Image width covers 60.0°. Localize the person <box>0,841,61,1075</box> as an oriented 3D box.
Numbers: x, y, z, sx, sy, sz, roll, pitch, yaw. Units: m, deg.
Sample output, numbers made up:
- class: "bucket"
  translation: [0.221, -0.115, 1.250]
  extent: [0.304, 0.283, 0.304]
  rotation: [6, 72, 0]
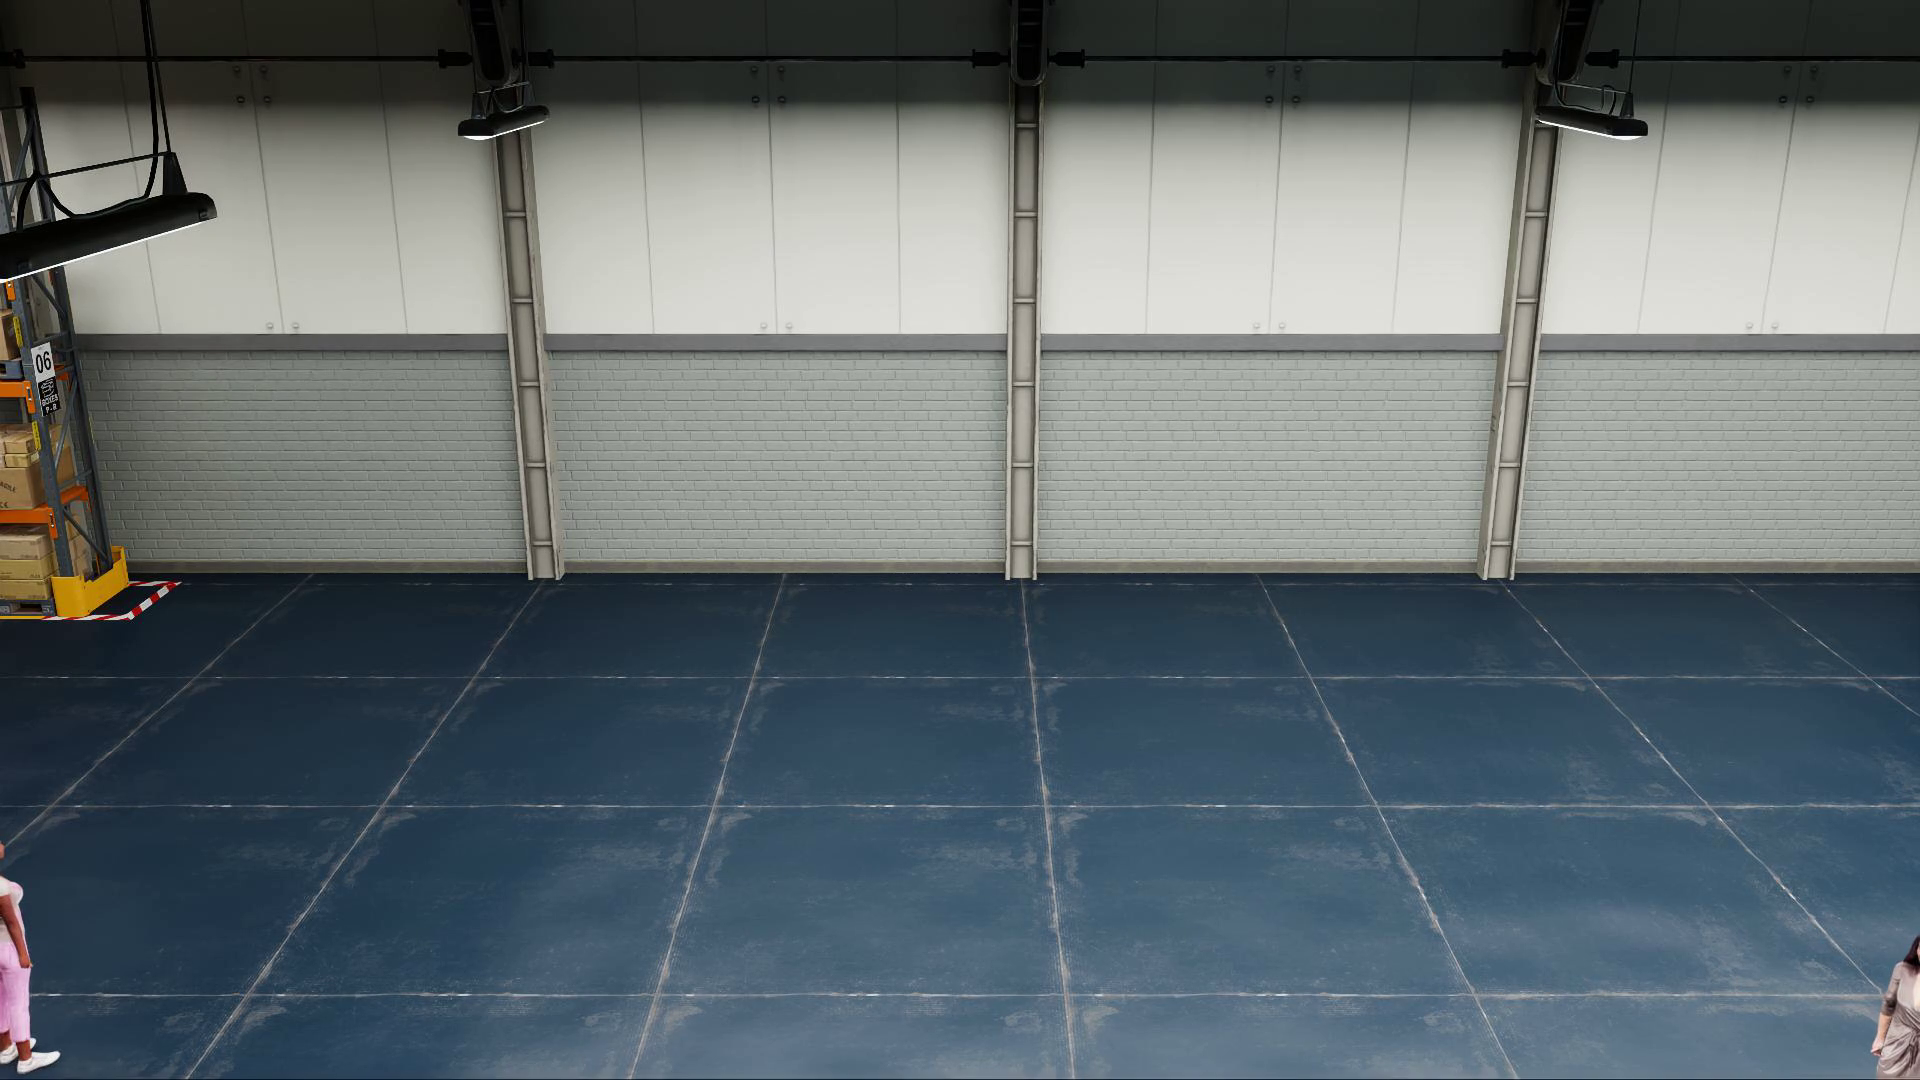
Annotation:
- class: "person"
  translation: [-6.431, 2.746, 11.173]
  extent: [0.614, 1.743, 0.720]
  rotation: [11, 21, 30]
